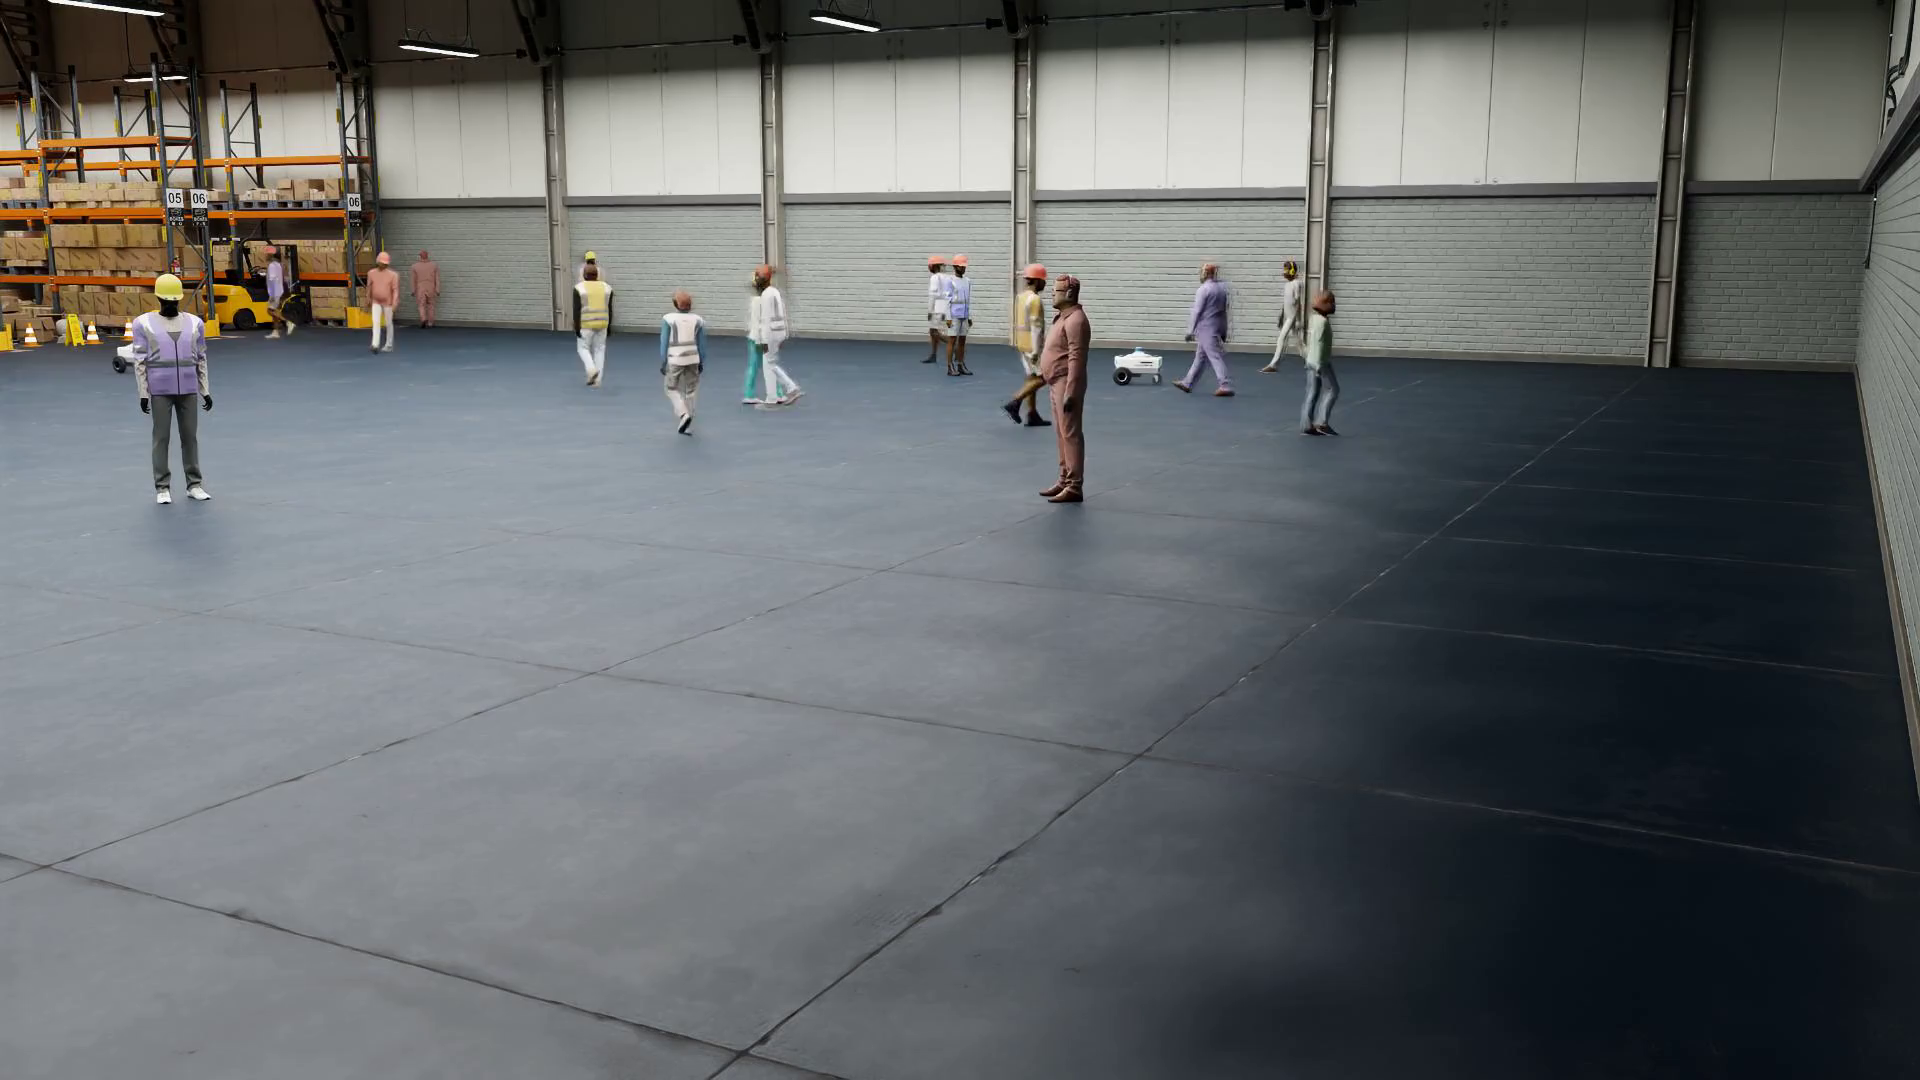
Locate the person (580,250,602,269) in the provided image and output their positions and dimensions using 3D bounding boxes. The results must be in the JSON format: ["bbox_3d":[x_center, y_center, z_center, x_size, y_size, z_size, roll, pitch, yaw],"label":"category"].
[{"bbox_3d":[-8.285,-5.555,37.364,0.712,1.922,0.641,6,12,31],"label":"person"}]

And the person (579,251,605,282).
[{"bbox_3d":[-7.778,-5.177,35.349,0.601,1.906,0.659,-10,14,-44],"label":"person"}]

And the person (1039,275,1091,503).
[{"bbox_3d":[0.879,-1.276,14.060,0.407,1.912,0.645,-1,10,-7],"label":"person"}]

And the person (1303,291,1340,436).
[{"bbox_3d":[4.089,-1.963,18.601,0.499,1.614,0.503,0,10,-1],"label":"person"}]

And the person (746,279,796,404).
[{"bbox_3d":[-2.531,-2.664,22.080,0.724,1.744,0.531,-3,11,-14],"label":"person"}]

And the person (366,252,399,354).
[{"bbox_3d":[-11.023,-4.514,31.711,0.672,1.914,1.046,0,10,-2],"label":"person"}]

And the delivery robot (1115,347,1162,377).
[{"bbox_3d":[2.688,-2.654,25.015,0.707,0.478,0.477,1,10,8],"label":"delivery robot"}]

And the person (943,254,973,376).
[{"bbox_3d":[-0.008,-3.591,26.609,0.357,1.937,0.550,10,14,43],"label":"person"}]

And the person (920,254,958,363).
[{"bbox_3d":[-0.328,-4.018,29.003,0.729,1.920,0.566,3,11,15],"label":"person"}]

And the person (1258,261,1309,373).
[{"bbox_3d":[5.412,-3.632,27.177,0.992,1.825,0.541,-1,10,-4],"label":"person"}]

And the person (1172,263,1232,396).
[{"bbox_3d":[3.437,-2.954,23.378,1.035,1.848,0.668,7,12,33],"label":"person"}]

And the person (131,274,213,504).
[{"bbox_3d":[-6.607,-1.268,13.997,0.585,1.917,0.380,-9,14,-42],"label":"person"}]

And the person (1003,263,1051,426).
[{"bbox_3d":[0.799,-2.261,19.415,0.547,1.924,0.545,-4,11,-19],"label":"person"}]

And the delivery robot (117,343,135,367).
[{"bbox_3d":[-13.405,-3.049,27.157,0.707,0.478,0.477,6,12,27],"label":"delivery robot"}]

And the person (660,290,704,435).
[{"bbox_3d":[-3.104,-1.979,18.645,0.537,1.625,0.388,-6,12,-32],"label":"person"}]

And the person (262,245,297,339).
[{"bbox_3d":[-14.741,-5.338,35.899,0.586,2.023,0.625,-2,11,-12],"label":"person"}]

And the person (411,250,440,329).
[{"bbox_3d":[-12.897,-6.043,40.138,0.663,1.892,0.761,-5,11,-24],"label":"person"}]

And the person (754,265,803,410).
[{"bbox_3d":[-2.376,-2.593,21.363,0.509,1.866,0.623,1,10,3],"label":"person"}]

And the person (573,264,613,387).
[{"bbox_3d":[-5.419,-3.162,24.578,0.631,1.824,0.466,-7,12,-32],"label":"person"}]
